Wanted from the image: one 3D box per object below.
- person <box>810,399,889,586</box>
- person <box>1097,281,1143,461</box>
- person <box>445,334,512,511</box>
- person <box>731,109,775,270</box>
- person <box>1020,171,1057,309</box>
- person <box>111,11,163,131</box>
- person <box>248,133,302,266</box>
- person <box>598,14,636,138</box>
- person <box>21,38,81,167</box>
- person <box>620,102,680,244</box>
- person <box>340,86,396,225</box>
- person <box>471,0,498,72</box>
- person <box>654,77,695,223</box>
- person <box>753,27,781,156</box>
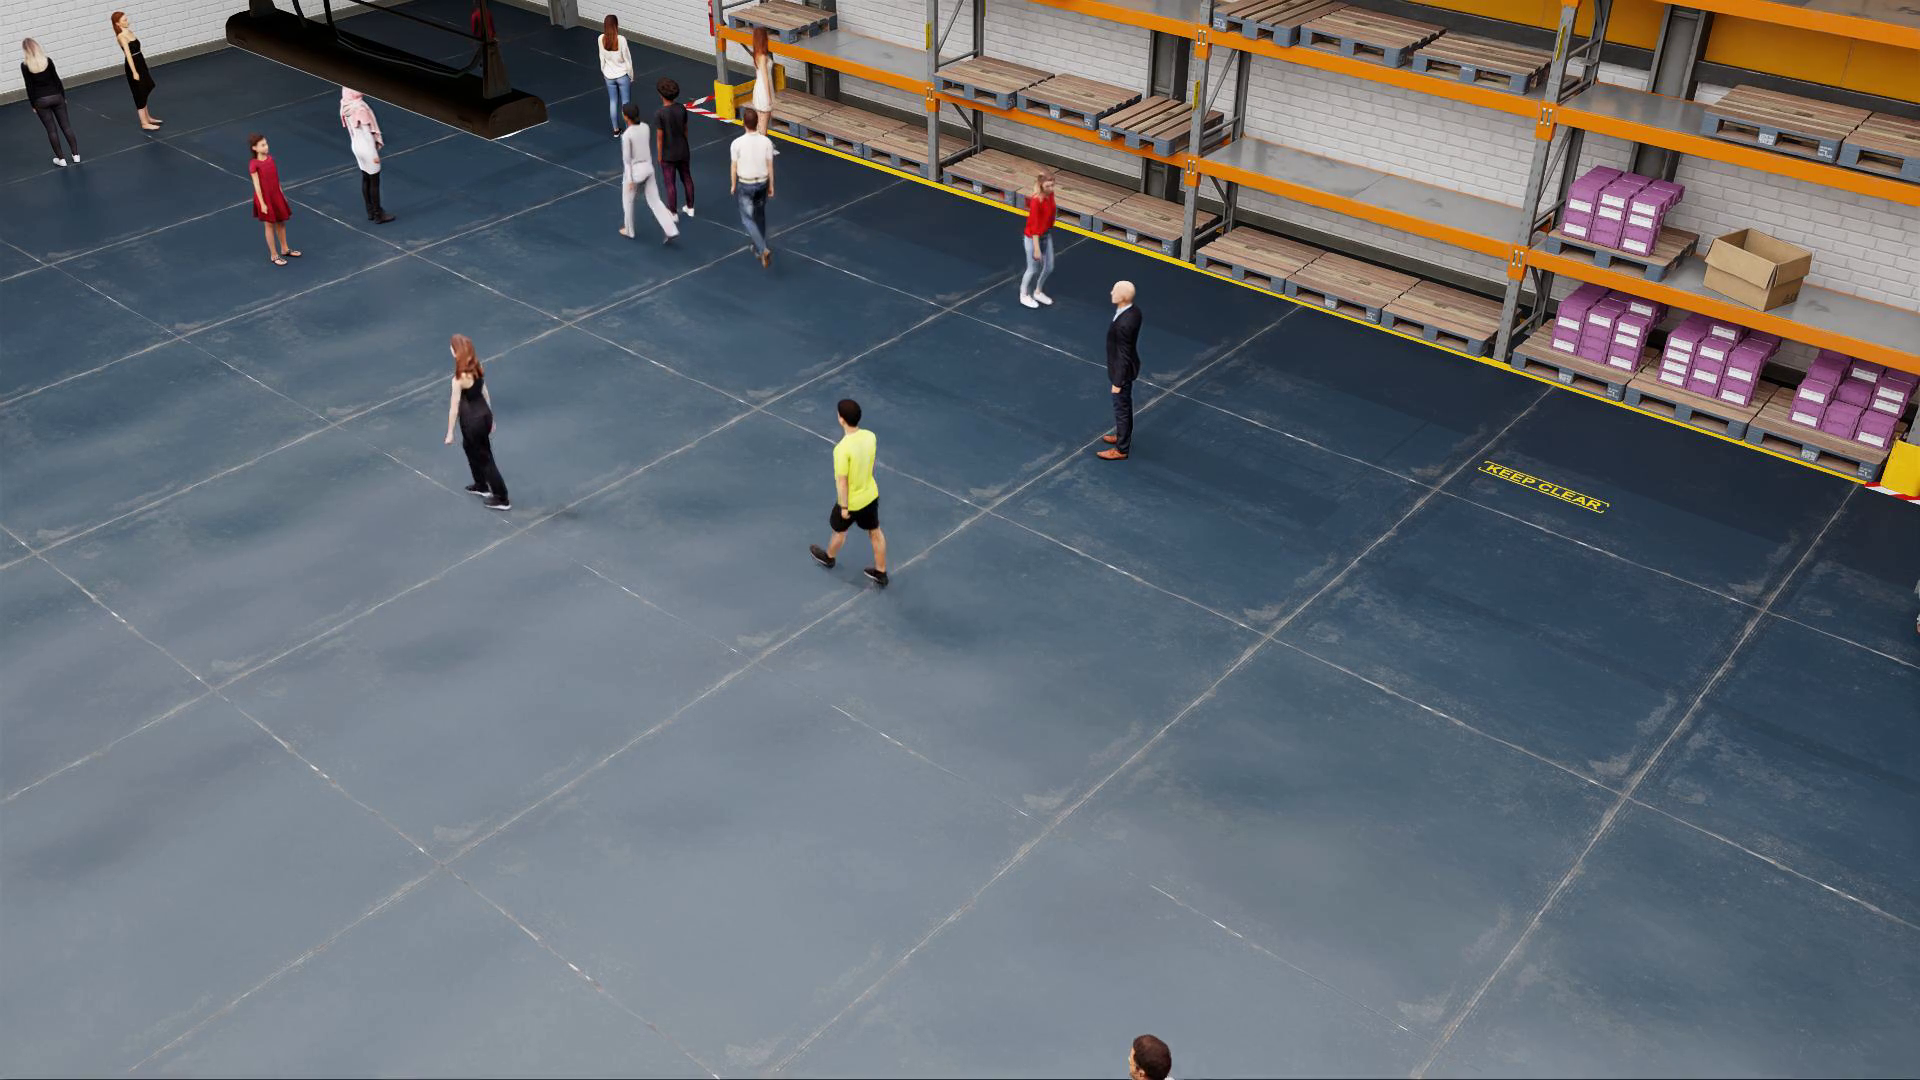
[{"bbox_3d":[-0.796,-0.351,13.904,1.010,1.670,0.674,27,42,35],"label":"person"},{"bbox_3d":[1.532,-1.609,15.681,0.733,1.799,0.761,7,34,11],"label":"person"},{"bbox_3d":[-4.237,-1.018,14.854,0.857,1.730,0.759,8,34,12],"label":"person"},{"bbox_3d":[-2.379,-4.056,19.329,0.962,1.835,1.202,-15,37,-22],"label":"person"},{"bbox_3d":[0.830,-3.324,18.386,0.692,1.659,0.658,14,36,20],"label":"person"},{"bbox_3d":[-11.591,-6.610,23.362,0.747,1.625,0.679,-5,34,-8],"label":"person"},{"bbox_3d":[-8.116,-4.031,19.547,0.690,1.553,0.632,12,35,17],"label":"person"},{"bbox_3d":[-4.736,-6.422,23.017,0.633,1.692,0.758,8,34,12],"label":"person"},{"bbox_3d":[-12.121,-5.826,22.125,0.636,1.688,0.577,-26,42,-34],"label":"person"},{"bbox_3d":[-3.761,-4.358,19.898,1.125,1.709,0.650,24,40,31],"label":"person"},{"bbox_3d":[-7.322,-4.783,20.451,0.523,1.804,0.685,27,42,35],"label":"person"},{"bbox_3d":[-7.186,-7.638,25.272,0.880,1.221,0.558,21,39,28],"label":"person"},{"bbox_3d":[-3.536,-4.832,20.543,0.634,1.784,0.606,-28,42,-35],"label":"person"},{"bbox_3d":[-2.659,-6.075,22.480,0.707,1.710,0.620,-8,35,-13],"label":"person"}]
